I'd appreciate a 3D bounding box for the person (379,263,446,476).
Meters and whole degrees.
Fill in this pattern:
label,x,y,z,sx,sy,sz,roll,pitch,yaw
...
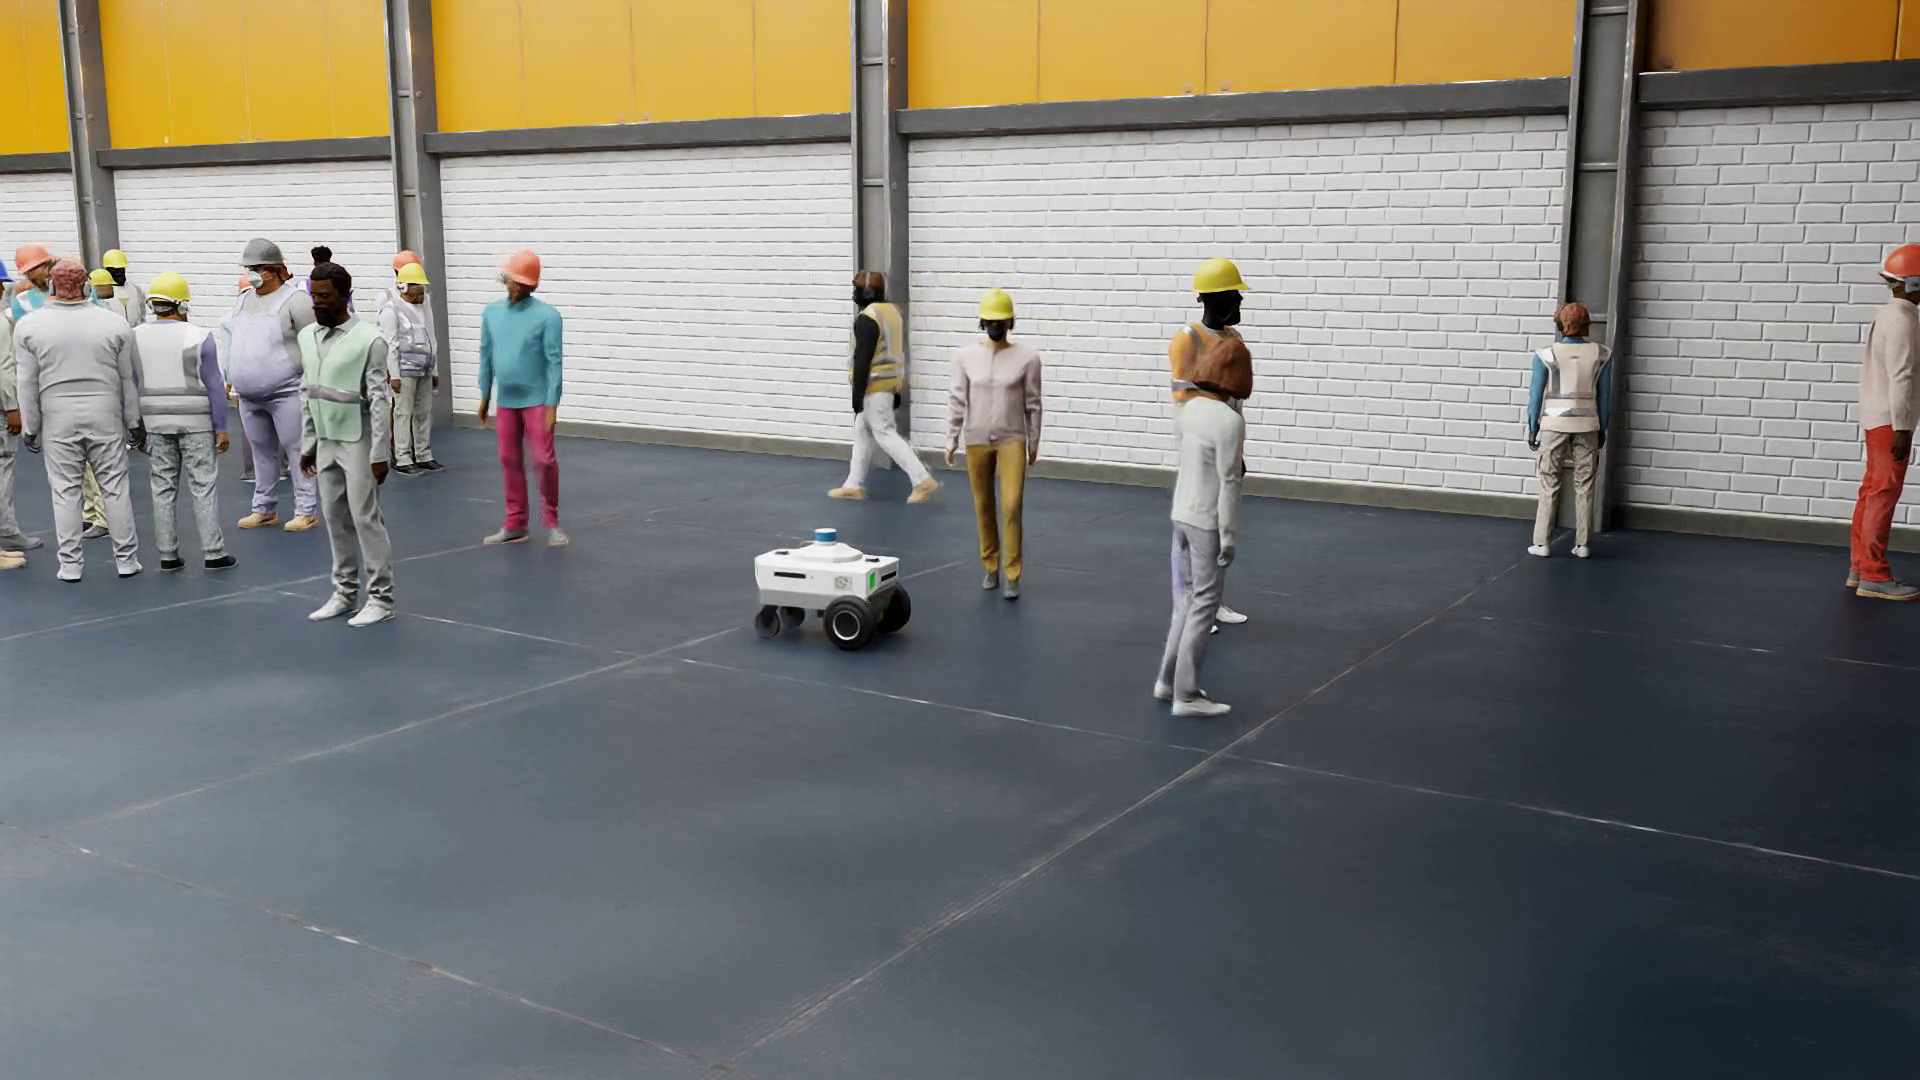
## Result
label,x,y,z,sx,sy,sz,roll,pitch,yaw
person,-4.713,-1.465,14.350,0.403,1.825,0.592,4,11,21

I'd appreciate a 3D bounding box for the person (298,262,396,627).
label,x,y,z,sx,sy,sz,roll,pitch,yaw
person,-3.224,-0.502,8.788,0.596,1.910,0.384,6,12,30

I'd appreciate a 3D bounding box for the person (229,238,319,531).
label,x,y,z,sx,sy,sz,roll,pitch,yaw
person,-4.808,-1.074,11.580,0.689,2.000,0.539,3,11,18

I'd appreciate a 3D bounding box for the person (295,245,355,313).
label,x,y,z,sx,sy,sz,roll,pitch,yaw
person,-6.801,-2.172,17.872,0.613,1.964,0.361,-2,10,-12

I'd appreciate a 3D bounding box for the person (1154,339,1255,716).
label,x,y,z,sx,sy,sz,roll,pitch,yaw
person,1.057,-0.049,7.100,0.359,1.609,0.510,-3,11,-18

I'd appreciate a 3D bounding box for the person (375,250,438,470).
label,x,y,z,sx,sy,sz,roll,pitch,yaw
person,-4.869,-1.589,14.732,0.381,1.931,0.551,7,12,34

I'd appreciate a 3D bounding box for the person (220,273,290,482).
label,x,y,z,sx,sy,sz,roll,pitch,yaw
person,-5.908,-1.364,13.982,0.573,1.750,0.330,-8,13,-36

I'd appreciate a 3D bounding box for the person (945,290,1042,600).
label,x,y,z,sx,sy,sz,roll,pitch,yaw
person,0.182,-0.527,9.404,0.533,1.738,0.790,2,10,9

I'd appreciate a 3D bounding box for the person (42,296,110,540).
label,x,y,z,sx,sy,sz,roll,pitch,yaw
person,-5.988,-0.882,11.310,0.327,1.753,0.562,-8,13,-39

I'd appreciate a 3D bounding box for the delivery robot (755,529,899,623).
label,x,y,z,sx,sy,sz,roll,pitch,yaw
delivery robot,-0.679,0.186,8.456,0.707,0.478,0.477,4,11,23

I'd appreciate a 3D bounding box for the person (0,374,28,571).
label,x,y,z,sx,sy,sz,roll,pitch,yaw
person,-5.986,-0.715,10.175,0.357,1.836,0.511,-7,13,-35

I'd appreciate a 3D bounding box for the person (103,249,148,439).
label,x,y,z,sx,sy,sz,roll,pitch,yaw
person,-8.461,-1.959,16.800,0.371,1.927,0.588,7,12,34

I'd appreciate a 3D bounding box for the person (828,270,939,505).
label,x,y,z,sx,sy,sz,roll,pitch,yaw
person,-0.582,-1.168,12.779,0.927,1.809,0.635,3,11,17

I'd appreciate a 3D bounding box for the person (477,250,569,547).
label,x,y,z,sx,sy,sz,roll,pitch,yaw
person,-2.883,-0.908,10.913,0.681,1.963,0.401,4,11,22

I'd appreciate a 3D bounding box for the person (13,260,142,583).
label,x,y,z,sx,sy,sz,roll,pitch,yaw
person,-5.221,-0.702,9.895,0.651,1.906,0.403,-6,12,-30

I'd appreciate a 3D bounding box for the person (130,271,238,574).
label,x,y,z,sx,sy,sz,roll,pitch,yaw
person,-4.723,-0.701,10.086,0.587,1.835,0.403,0,10,-2

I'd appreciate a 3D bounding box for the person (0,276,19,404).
label,x,y,z,sx,sy,sz,roll,pitch,yaw
person,-11.856,-2.585,20.368,0.657,1.894,0.408,-4,11,-23

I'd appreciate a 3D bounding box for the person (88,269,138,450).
label,x,y,z,sx,sy,sz,roll,pitch,yaw
person,-8.240,-1.737,16.079,0.487,1.744,0.294,10,14,43

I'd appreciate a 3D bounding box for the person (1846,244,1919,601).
label,x,y,z,sx,sy,sz,roll,pitch,yaw
person,5.309,-0.668,9.454,0.373,1.997,0.619,4,11,20

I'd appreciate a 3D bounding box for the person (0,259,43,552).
label,x,y,z,sx,sy,sz,roll,pitch,yaw
person,-6.290,-0.885,10.819,0.607,1.940,0.416,7,13,36

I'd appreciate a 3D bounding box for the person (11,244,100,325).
label,x,y,z,sx,sy,sz,roll,pitch,yaw
person,-7.000,-1.315,13.073,0.699,1.981,0.533,-3,11,-16

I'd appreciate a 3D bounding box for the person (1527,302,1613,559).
label,x,y,z,sx,sy,sz,roll,pitch,yaw
person,3.864,-0.687,10.576,0.514,1.634,0.313,1,10,4

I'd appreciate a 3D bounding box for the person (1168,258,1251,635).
label,x,y,z,sx,sy,sz,roll,pitch,yaw
person,1.303,-0.488,8.640,0.354,1.929,0.592,8,13,38
